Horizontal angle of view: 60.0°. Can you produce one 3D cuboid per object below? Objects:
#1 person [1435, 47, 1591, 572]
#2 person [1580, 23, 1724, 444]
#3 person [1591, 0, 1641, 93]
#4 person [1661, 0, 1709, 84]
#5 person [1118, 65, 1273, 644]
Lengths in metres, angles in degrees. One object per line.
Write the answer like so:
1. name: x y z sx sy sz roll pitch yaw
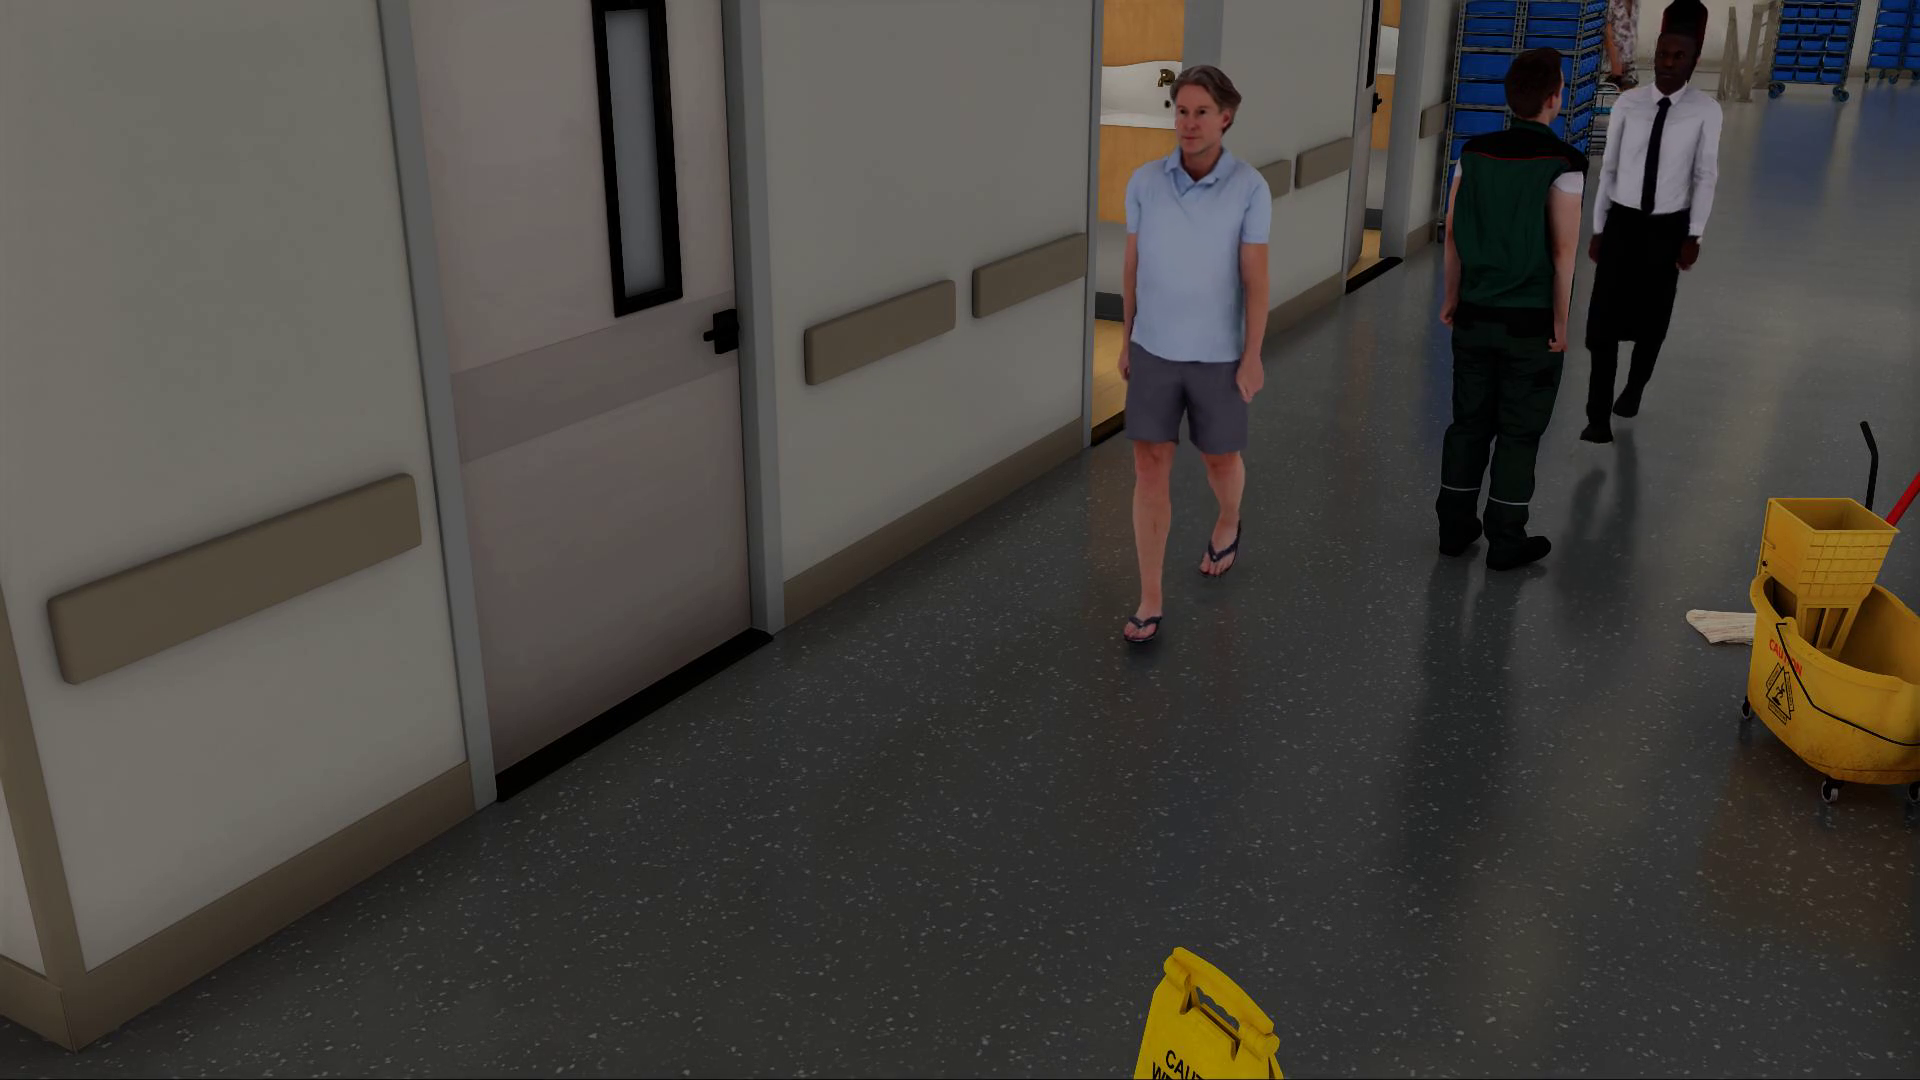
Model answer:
1. person: 1.962 -0.812 5.947 0.670 1.842 0.708 -18 27 -40
2. person: 3.091 -1.335 7.419 0.670 1.780 1.262 11 24 27
3. person: 6.353 -4.720 16.373 1.180 1.768 1.174 -11 23 -26
4. person: 7.543 -5.040 17.392 0.641 1.644 0.738 8 22 19
5. person: 0.797 -0.621 5.506 0.777 1.800 1.179 8 22 19
